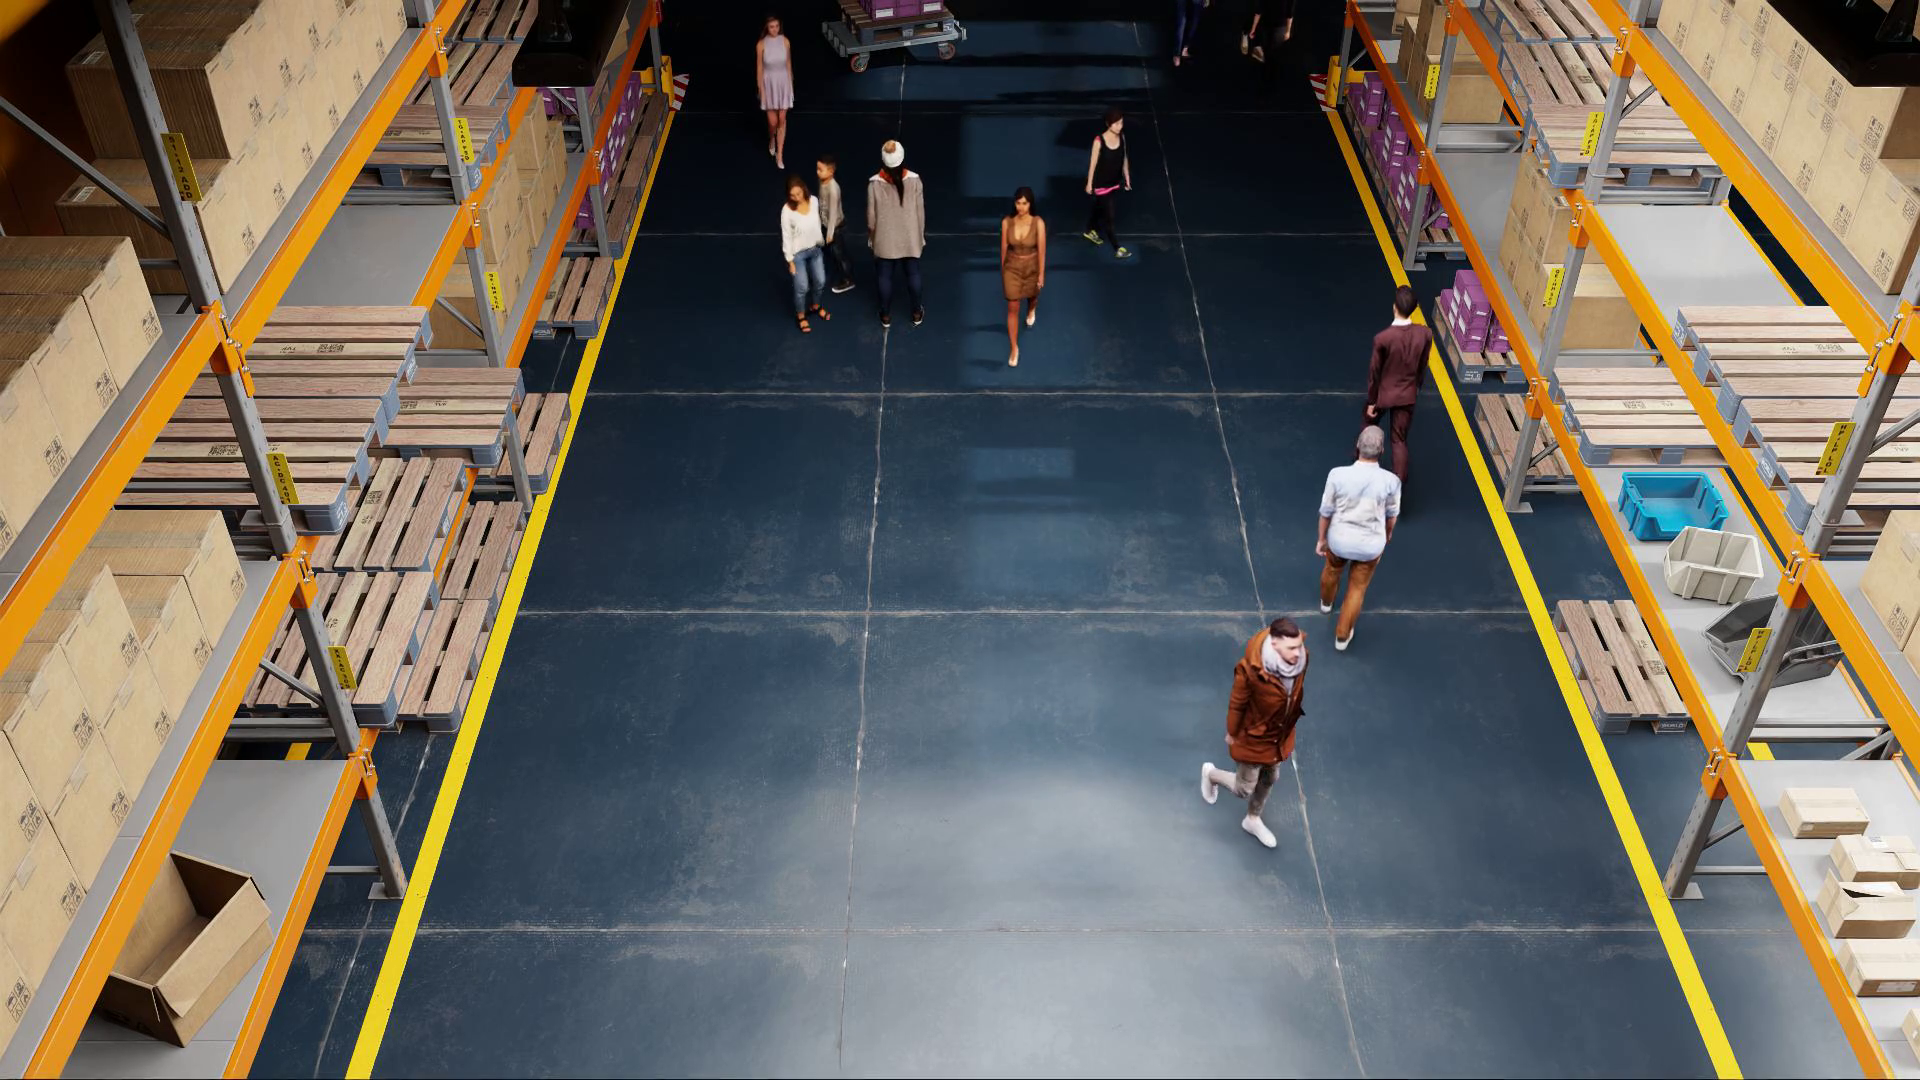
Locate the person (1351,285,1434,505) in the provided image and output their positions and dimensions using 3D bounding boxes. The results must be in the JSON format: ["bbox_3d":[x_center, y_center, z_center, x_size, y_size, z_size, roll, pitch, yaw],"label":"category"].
[{"bbox_3d":[3.491,-1.125,13.285,0.718,1.846,1.210,-2,39,-3],"label":"person"}]

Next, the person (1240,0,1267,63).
[{"bbox_3d":[3.704,-6.847,20.423,0.773,1.880,0.824,-12,40,-15],"label":"person"}]

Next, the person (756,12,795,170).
[{"bbox_3d":[-2.029,-4.911,18.097,0.695,1.758,0.789,-12,40,-15],"label":"person"}]

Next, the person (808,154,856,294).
[{"bbox_3d":[-1.166,-3.054,16.019,0.850,1.448,0.834,-20,43,-23],"label":"person"}]

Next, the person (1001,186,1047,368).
[{"bbox_3d":[0.590,-2.465,15.119,0.660,1.653,1.111,4,39,5],"label":"person"}]

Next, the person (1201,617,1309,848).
[{"bbox_3d":[1.856,1.148,10.460,0.942,1.820,1.038,-20,43,-23],"label":"person"}]

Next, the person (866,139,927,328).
[{"bbox_3d":[-0.592,-2.838,15.393,0.712,1.892,0.658,-3,39,-3],"label":"person"}]

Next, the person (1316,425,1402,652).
[{"bbox_3d":[2.822,0.040,11.862,0.885,1.802,1.017,13,41,16],"label":"person"}]

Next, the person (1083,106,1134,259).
[{"bbox_3d":[1.421,-3.625,16.680,0.946,1.516,1.052,-27,46,-29],"label":"person"}]

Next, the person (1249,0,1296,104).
[{"bbox_3d":[3.720,-6.078,19.688,0.894,1.595,1.120,18,42,21],"label":"person"}]

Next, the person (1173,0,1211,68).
[{"bbox_3d":[2.808,-6.614,20.259,0.760,1.721,0.719,6,39,8],"label":"person"}]

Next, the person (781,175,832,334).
[{"bbox_3d":[-1.460,-2.672,15.381,0.851,1.648,0.809,24,44,27],"label":"person"}]
